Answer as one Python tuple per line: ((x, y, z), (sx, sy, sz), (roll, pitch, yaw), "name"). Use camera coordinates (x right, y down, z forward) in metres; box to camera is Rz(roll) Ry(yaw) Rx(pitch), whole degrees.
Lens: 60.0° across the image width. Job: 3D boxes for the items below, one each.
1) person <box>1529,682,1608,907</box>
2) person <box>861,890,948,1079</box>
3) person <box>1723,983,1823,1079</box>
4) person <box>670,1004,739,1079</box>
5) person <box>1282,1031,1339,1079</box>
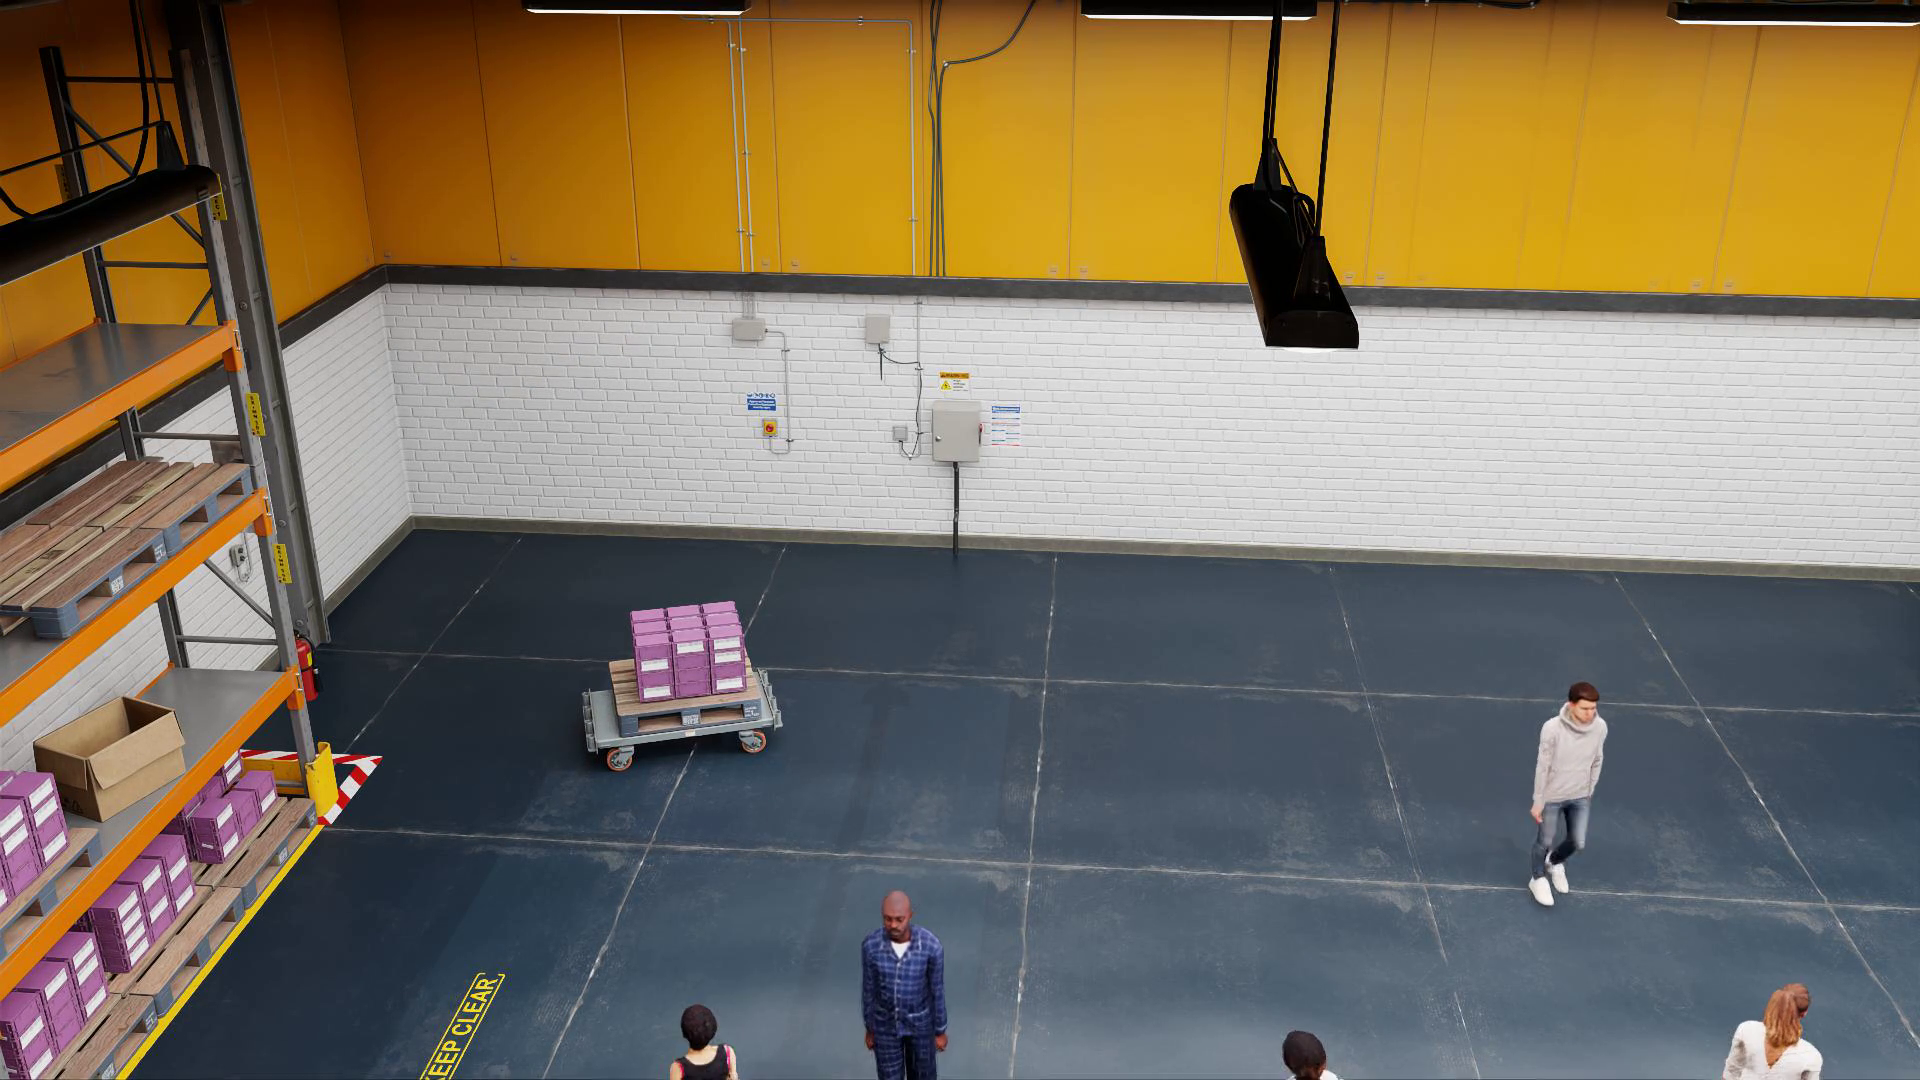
((4.371, 1.803, 12.184), (0.724, 1.837, 0.719), (-2, 24, -4), "person")
((-0.330, 2.815, 9.906), (0.664, 1.807, 0.856), (2, 24, 4), "person")
((4.373, 3.204, 9.144), (0.826, 1.705, 0.771), (-21, 31, -39), "person")
((-1.392, 3.279, 9.195), (0.838, 1.527, 0.987), (-11, 26, -23), "person")
((1.828, 3.355, 8.794), (0.874, 1.709, 0.930), (-8, 25, -17), "person")
